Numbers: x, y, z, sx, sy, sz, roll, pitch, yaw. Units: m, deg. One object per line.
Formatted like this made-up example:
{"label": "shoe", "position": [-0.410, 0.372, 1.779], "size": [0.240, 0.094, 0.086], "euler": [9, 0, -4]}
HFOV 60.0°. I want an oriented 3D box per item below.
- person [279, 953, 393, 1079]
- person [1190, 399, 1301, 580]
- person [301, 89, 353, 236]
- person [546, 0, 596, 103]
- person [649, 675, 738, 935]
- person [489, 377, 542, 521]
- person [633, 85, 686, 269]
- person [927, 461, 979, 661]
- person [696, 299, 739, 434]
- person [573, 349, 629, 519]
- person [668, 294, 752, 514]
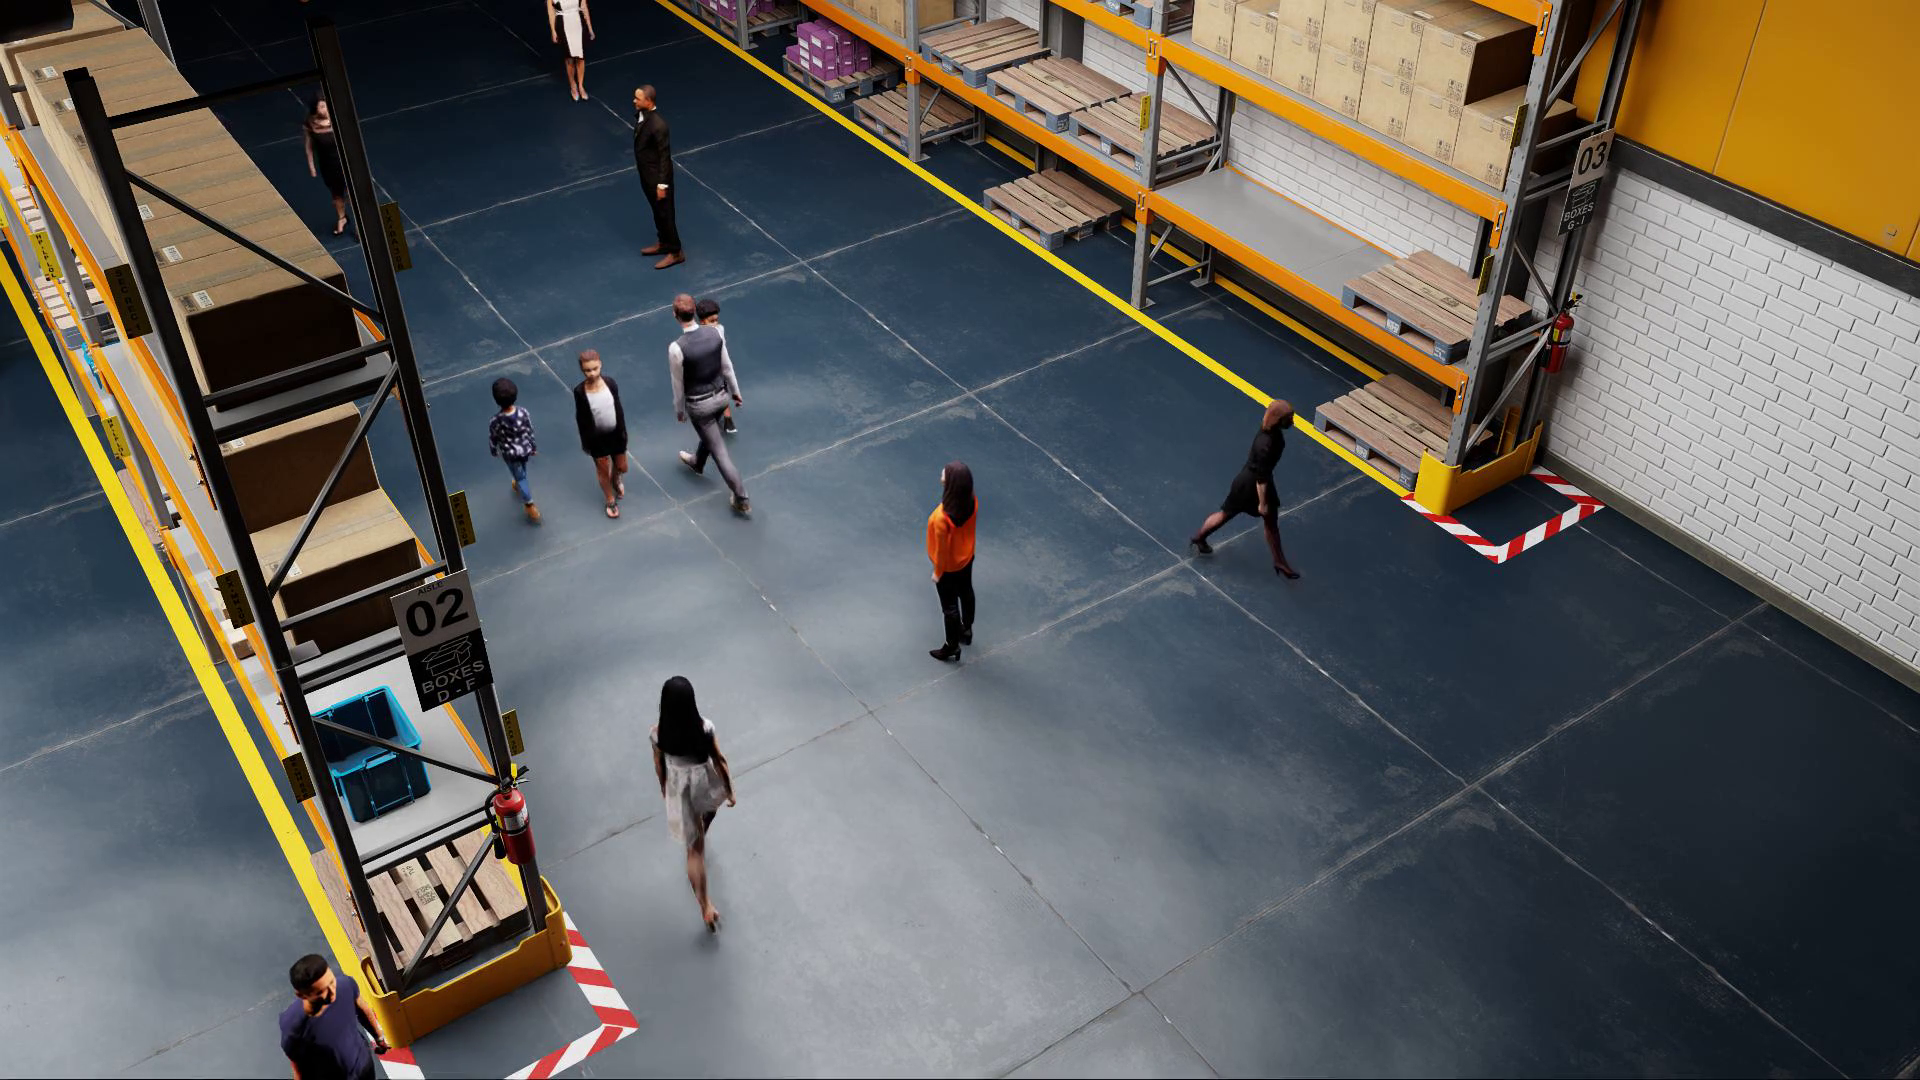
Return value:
{"label": "person", "position": [-3.310, 2.752, 8.790], "size": [1.100, 1.768, 0.935], "euler": [17, 42, 21]}
{"label": "person", "position": [2.175, -0.417, 12.874], "size": [1.216, 1.623, 0.980], "euler": [13, 40, 16]}
{"label": "person", "position": [-6.436, -3.867, 17.140], "size": [0.841, 1.690, 0.882], "euler": [-4, 39, -6]}
{"label": "person", "position": [-4.685, -6.134, 19.938], "size": [0.648, 1.741, 0.697], "euler": [-21, 43, -24]}
{"label": "person", "position": [-1.638, 1.651, 10.219], "size": [0.985, 1.703, 1.308], "euler": [-6, 39, -7]}
{"label": "person", "position": [-3.616, -0.724, 13.580], "size": [0.499, 1.222, 0.850], "euler": [-22, 44, -25]}
{"label": "person", "position": [-3.048, -3.676, 16.729], "size": [0.788, 1.904, 0.591], "euler": [-18, 42, -21]}
{"label": "person", "position": [-0.034, 0.143, 12.072], "size": [0.693, 1.749, 0.698], "euler": [20, 43, 23]}
{"label": "person", "position": [-2.225, -1.573, 14.648], "size": [0.599, 1.216, 0.934], "euler": [-16, 41, -19]}
{"label": "person", "position": [-2.927, -0.918, 13.563], "size": [0.605, 1.547, 0.678], "euler": [-16, 41, -19]}
{"label": "person", "position": [-1.992, -1.051, 13.464], "size": [0.865, 1.876, 1.317], "euler": [-30, 47, -32]}
